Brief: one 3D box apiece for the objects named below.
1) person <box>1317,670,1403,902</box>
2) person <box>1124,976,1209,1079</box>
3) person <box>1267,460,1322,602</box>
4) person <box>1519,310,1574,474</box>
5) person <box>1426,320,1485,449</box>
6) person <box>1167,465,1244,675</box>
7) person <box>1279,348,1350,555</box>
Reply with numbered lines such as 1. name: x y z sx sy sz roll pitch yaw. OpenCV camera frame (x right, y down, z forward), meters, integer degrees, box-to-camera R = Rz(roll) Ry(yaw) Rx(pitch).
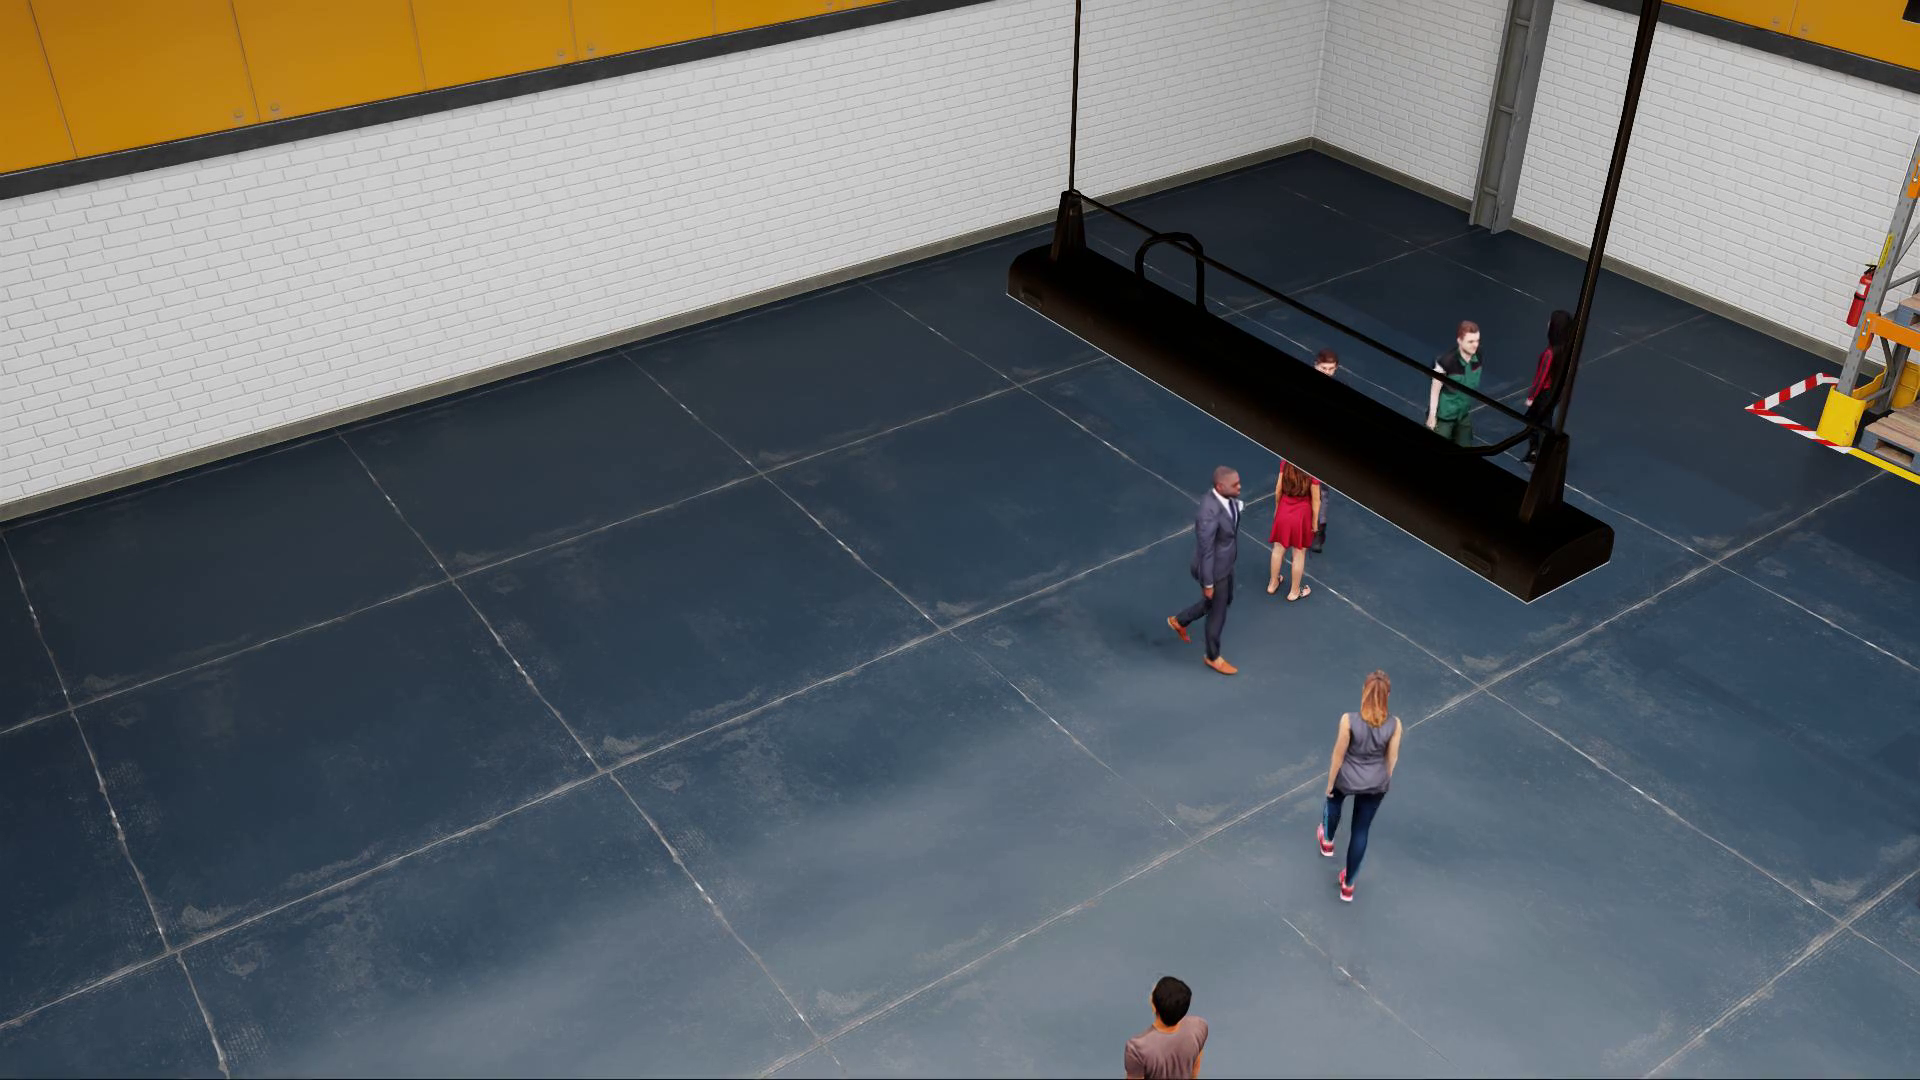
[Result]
1. person: 2.558 1.613 10.629 0.901 1.702 0.982 3 34 4
2. person: 1.040 2.911 8.606 0.656 1.779 0.587 -15 37 -22
3. person: 2.721 -0.215 13.513 0.629 1.554 0.690 22 39 29
4. person: 5.420 -1.291 15.053 0.672 1.640 0.659 24 41 32
5. person: 4.280 -1.161 14.692 0.716 1.823 0.707 -15 36 -21
6. person: 1.875 0.193 12.671 1.022 1.805 0.928 14 36 21
7. person: 3.000 -0.831 14.218 1.156 1.799 1.218 5 34 8
